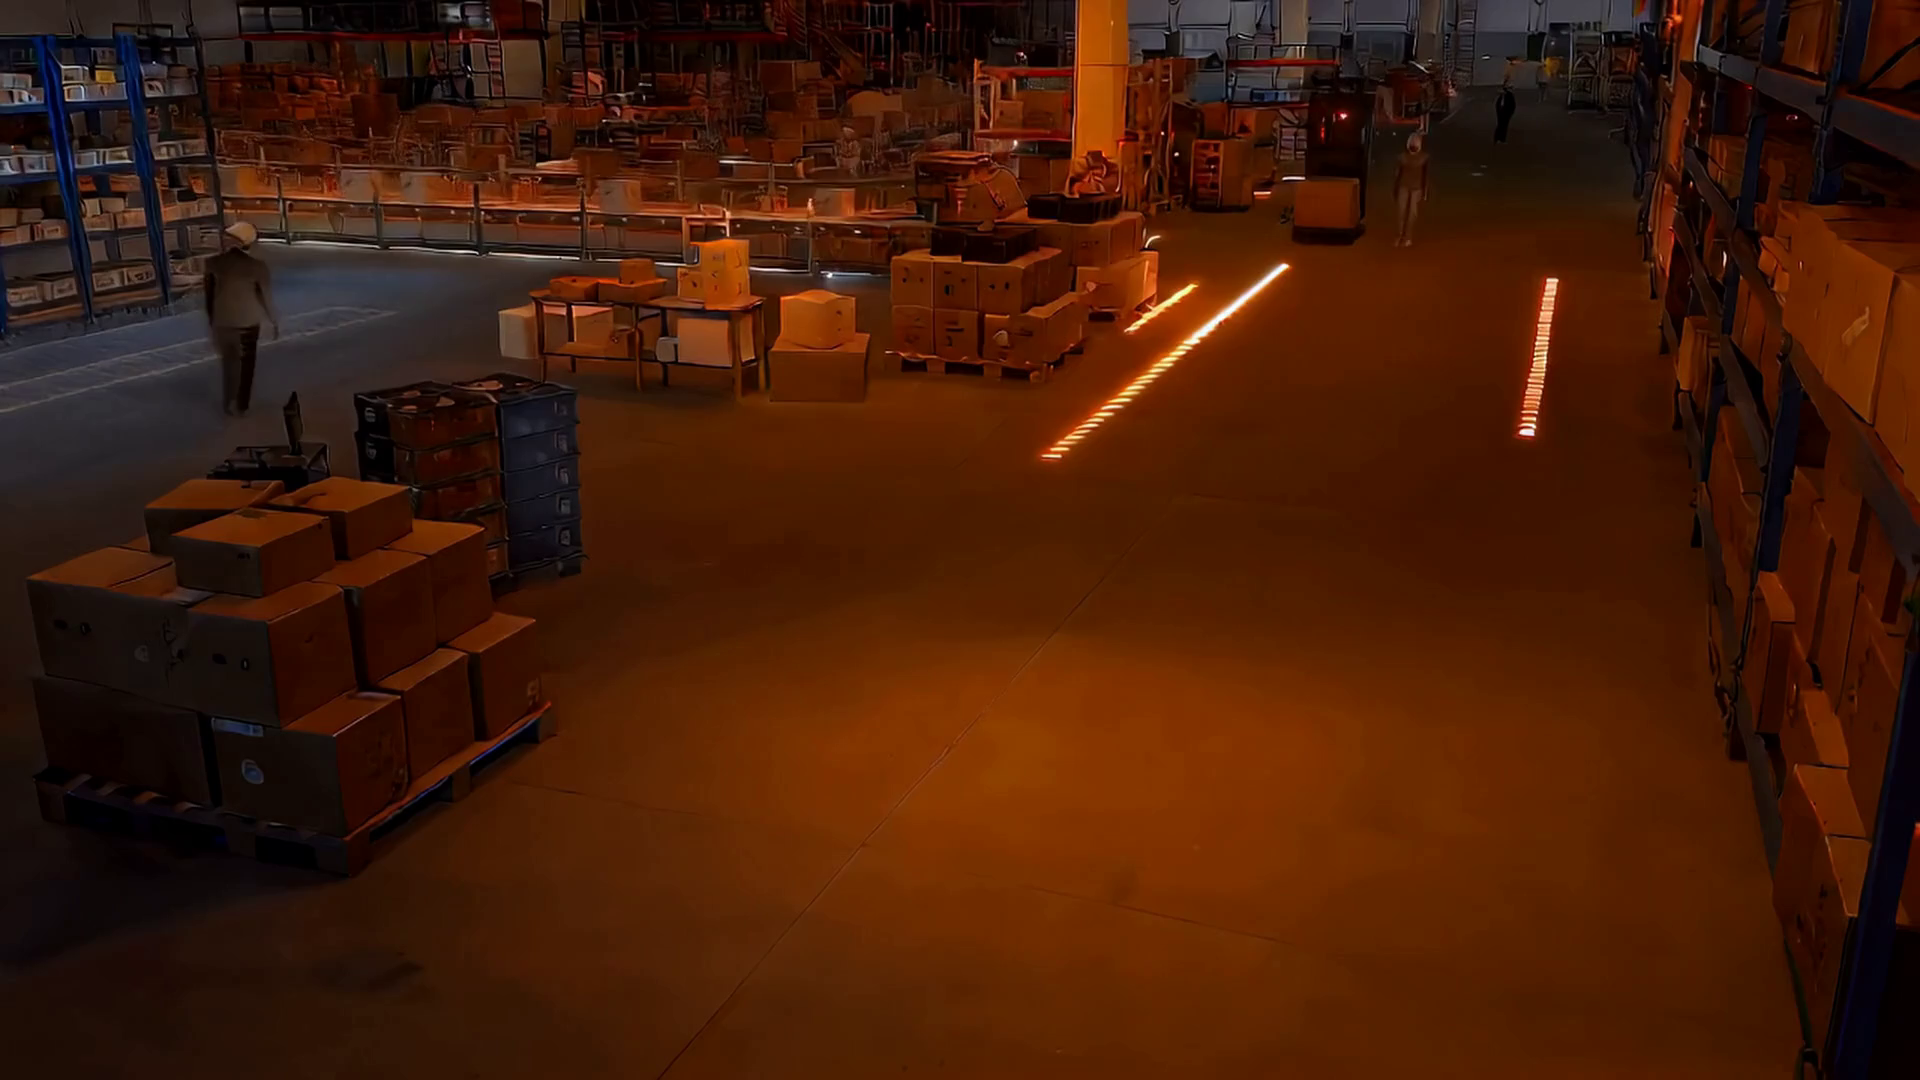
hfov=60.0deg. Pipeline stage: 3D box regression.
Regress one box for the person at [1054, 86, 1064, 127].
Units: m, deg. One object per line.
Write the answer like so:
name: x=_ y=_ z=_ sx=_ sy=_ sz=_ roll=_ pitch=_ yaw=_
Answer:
person: x=2.934 y=-12.561 z=49.378 sx=0.595 sy=1.806 sz=0.804 roll=5 pitch=18 yaw=17

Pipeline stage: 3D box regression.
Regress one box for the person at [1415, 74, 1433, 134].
person: x=15.294 y=-14.356 z=54.797 sx=0.372 sy=1.933 sz=0.552 roll=-8 pitch=19 yaw=-23

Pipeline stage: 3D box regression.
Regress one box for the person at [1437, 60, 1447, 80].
person: x=23.140 y=-22.205 z=79.860 sx=0.541 sy=1.683 sz=0.466 roll=-9 pitch=20 yaw=-27

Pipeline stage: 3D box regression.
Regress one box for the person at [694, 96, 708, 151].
person: x=-6.891 y=-10.894 z=44.206 sx=0.320 sy=1.762 sz=0.522 roll=-6 pitch=18 yaw=-17

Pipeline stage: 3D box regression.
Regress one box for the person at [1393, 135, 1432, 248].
person: x=7.721 y=-5.946 z=28.437 sx=0.636 sy=1.892 sz=0.983 roll=4 pitch=18 yaw=12

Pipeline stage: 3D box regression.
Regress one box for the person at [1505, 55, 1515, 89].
person: x=26.733 y=-22.630 z=80.943 sx=0.506 sy=1.847 sz=0.345 roll=-8 pitch=19 yaw=-23

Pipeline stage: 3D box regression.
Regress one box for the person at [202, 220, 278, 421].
person: x=-7.124 y=-2.169 z=16.492 sx=0.650 sy=1.943 sz=0.583 roll=-1 pitch=18 yaw=-5

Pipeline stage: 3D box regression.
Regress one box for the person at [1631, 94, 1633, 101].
person: x=22.222 y=-14.144 z=54.522 sx=0.548 sy=1.686 sz=0.449 roll=-4 pitch=18 yaw=-11

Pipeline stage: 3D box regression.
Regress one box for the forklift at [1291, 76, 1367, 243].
forklift: x=6.598 y=-6.755 z=29.381 sx=1.129 sy=2.768 sz=1.873 roll=6 pitch=19 yaw=19

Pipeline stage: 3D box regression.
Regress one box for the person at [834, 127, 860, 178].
person: x=-2.312 y=-7.638 z=34.144 sx=0.539 sy=1.658 sz=0.785 roll=0 pitch=18 yaw=0

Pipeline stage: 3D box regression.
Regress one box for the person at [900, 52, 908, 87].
person: x=-2.965 y=-24.726 z=87.534 sx=0.429 sy=1.845 sz=0.621 roll=0 pitch=18 yaw=0

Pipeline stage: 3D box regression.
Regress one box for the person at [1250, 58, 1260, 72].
person: x=14.548 y=-22.968 z=82.181 sx=0.483 sy=1.736 sz=0.311 roll=4 pitch=18 yaw=13

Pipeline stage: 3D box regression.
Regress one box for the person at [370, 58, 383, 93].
person: x=-26.860 y=-21.313 z=76.814 sx=0.968 sy=1.836 sz=0.583 roll=5 pitch=18 yaw=14

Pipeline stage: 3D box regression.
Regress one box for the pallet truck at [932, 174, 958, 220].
pallet truck: x=-0.507 y=-5.292 z=27.348 sx=0.653 sy=1.274 sz=1.630 roll=6 pitch=19 yaw=19

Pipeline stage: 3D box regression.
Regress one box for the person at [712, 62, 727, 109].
person: x=-9.231 y=-17.228 z=63.667 sx=0.424 sy=2.028 sz=0.642 roll=13 pitch=22 yaw=36

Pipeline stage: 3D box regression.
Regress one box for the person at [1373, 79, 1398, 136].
person: x=13.906 y=-14.090 z=54.157 sx=0.538 sy=1.831 sz=0.965 roll=-17 pitch=24 yaw=-42

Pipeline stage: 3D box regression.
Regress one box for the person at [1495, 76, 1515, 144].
person: x=16.635 y=-13.093 z=50.657 sx=0.687 sy=2.000 sz=0.538 roll=-15 pitch=23 yaw=-38

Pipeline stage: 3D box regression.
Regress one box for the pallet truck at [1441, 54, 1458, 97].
pallet truck: x=22.765 y=-21.886 z=78.355 sx=0.823 sy=1.965 sz=1.885 roll=-4 pitch=18 yaw=-14

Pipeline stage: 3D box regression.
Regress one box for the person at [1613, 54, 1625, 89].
person: x=31.924 y=-22.545 z=80.585 sx=0.549 sy=1.892 sz=0.908 roll=-6 pitch=18 yaw=-17

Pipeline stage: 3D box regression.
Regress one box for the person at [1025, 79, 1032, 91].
person: x=2.692 y=-17.472 z=64.702 sx=0.319 sy=1.866 sz=0.532 roll=-1 pitch=18 yaw=-3

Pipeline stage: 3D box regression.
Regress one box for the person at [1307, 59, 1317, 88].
person: x=16.453 y=-21.684 z=78.010 sx=0.520 sy=1.829 sz=0.632 roll=-5 pitch=18 yaw=-17

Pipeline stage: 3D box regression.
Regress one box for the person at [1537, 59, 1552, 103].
person: x=25.889 y=-20.333 z=73.688 sx=1.031 sy=1.879 sz=0.587 roll=-14 pitch=22 yaw=-38
